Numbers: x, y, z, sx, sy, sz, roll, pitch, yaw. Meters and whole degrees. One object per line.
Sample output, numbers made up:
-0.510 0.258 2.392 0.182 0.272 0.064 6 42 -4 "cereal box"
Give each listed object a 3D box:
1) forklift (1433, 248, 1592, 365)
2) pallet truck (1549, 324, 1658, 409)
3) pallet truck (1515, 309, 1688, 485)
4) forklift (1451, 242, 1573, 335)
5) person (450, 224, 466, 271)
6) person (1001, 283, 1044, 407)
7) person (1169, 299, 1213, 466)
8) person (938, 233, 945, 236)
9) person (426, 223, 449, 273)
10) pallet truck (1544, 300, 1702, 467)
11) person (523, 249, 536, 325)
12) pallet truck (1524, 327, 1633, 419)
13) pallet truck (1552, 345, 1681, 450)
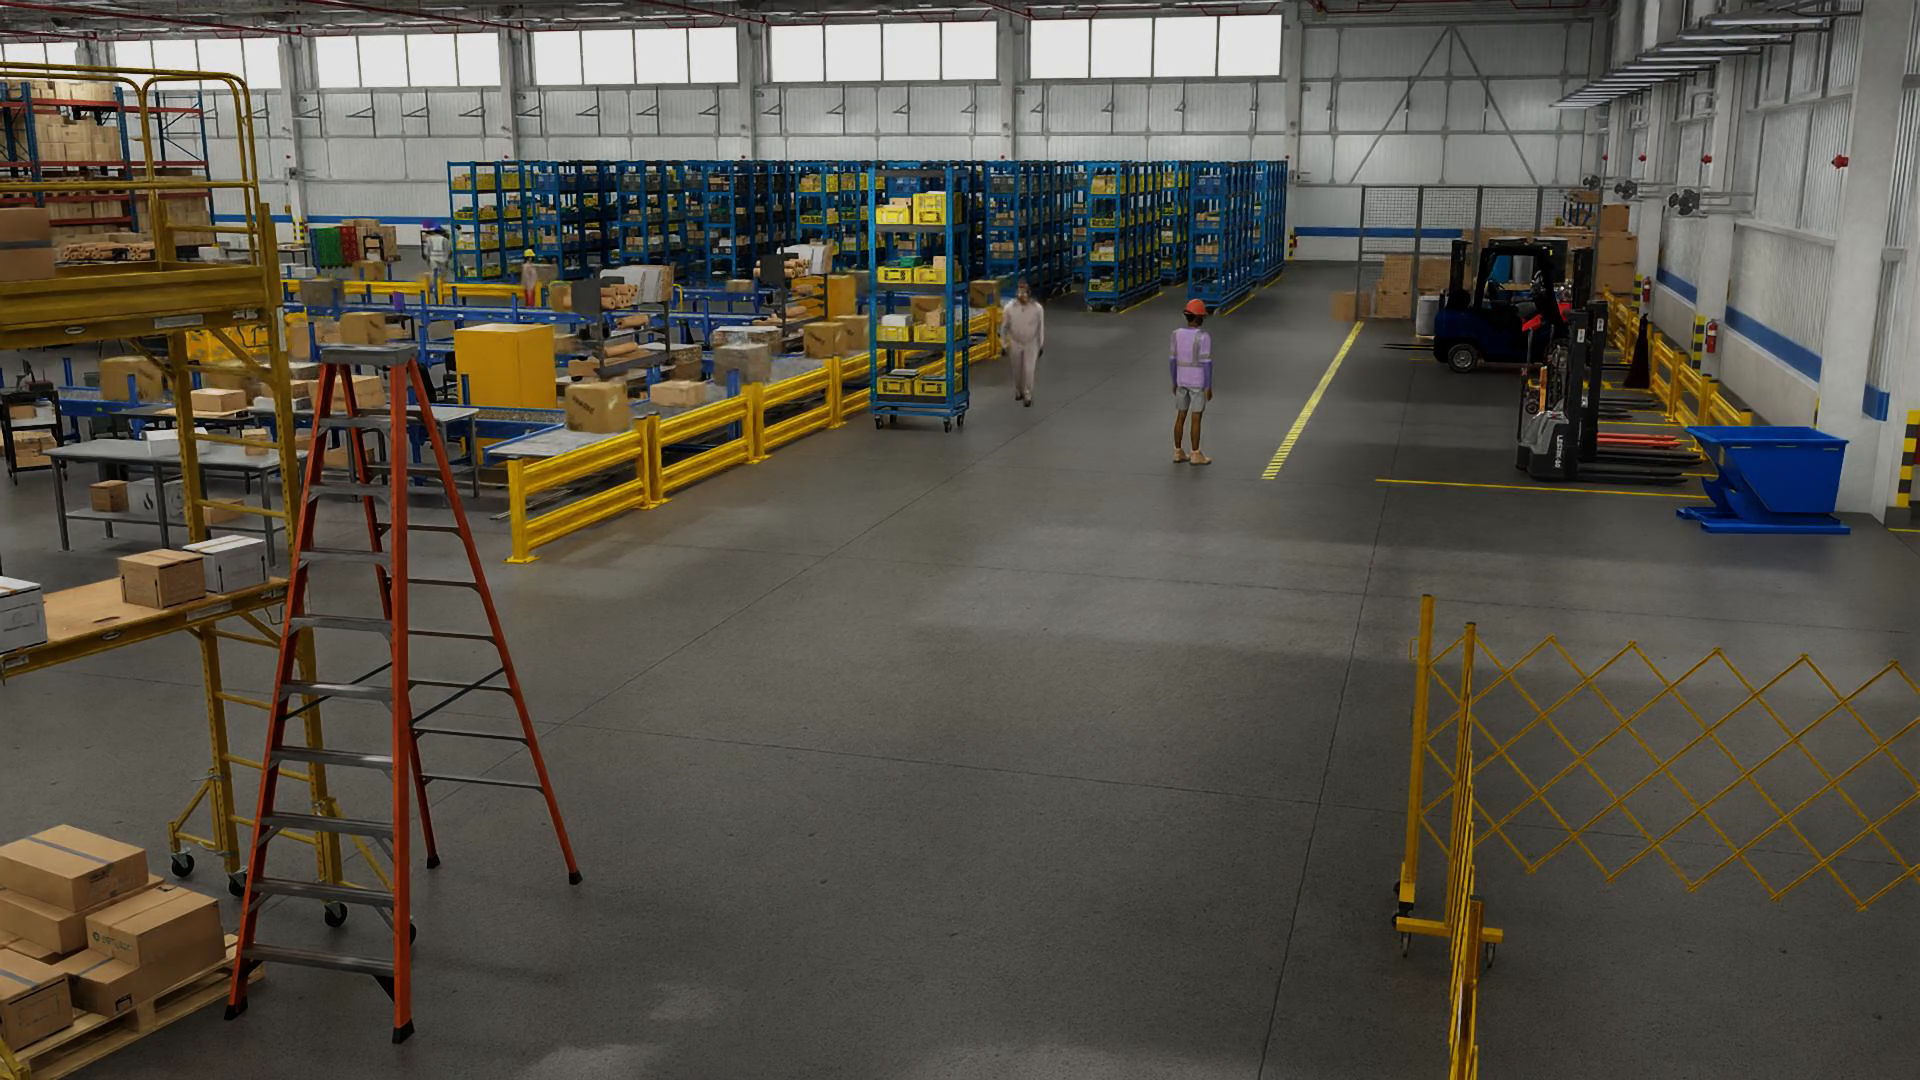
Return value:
9.780 -4.111 29.280 2.680 1.987 1.157 3 13 14 "forklift"
9.824 -2.669 25.407 1.601 1.201 0.680 4 14 16 "pallet truck"
7.554 -1.677 19.446 1.885 1.965 0.823 3 13 14 "pallet truck"
10.464 -4.597 31.405 2.680 1.987 1.157 4 14 16 "forklift"
-15.757 -9.172 52.223 0.422 1.811 0.588 2 13 10 "person"
0.961 -3.020 25.546 0.657 1.870 0.950 1 13 5 "person"
2.869 -1.940 20.480 0.377 2.041 0.616 -12 18 -42 "person"
-0.521 -8.701 50.112 0.378 1.844 0.569 1 13 5 "person"
-14.395 -7.756 45.859 0.604 1.925 0.819 -3 13 -13 "person"
8.263 -1.952 20.631 1.885 1.965 0.823 5 14 20 "pallet truck"
-9.345 -5.444 36.224 0.314 1.768 0.527 0 13 -1 "person"
9.065 -2.460 24.370 1.522 1.261 0.704 3 13 14 "pallet truck"
8.641 -1.896 21.908 1.630 1.274 0.653 4 14 16 "pallet truck"
